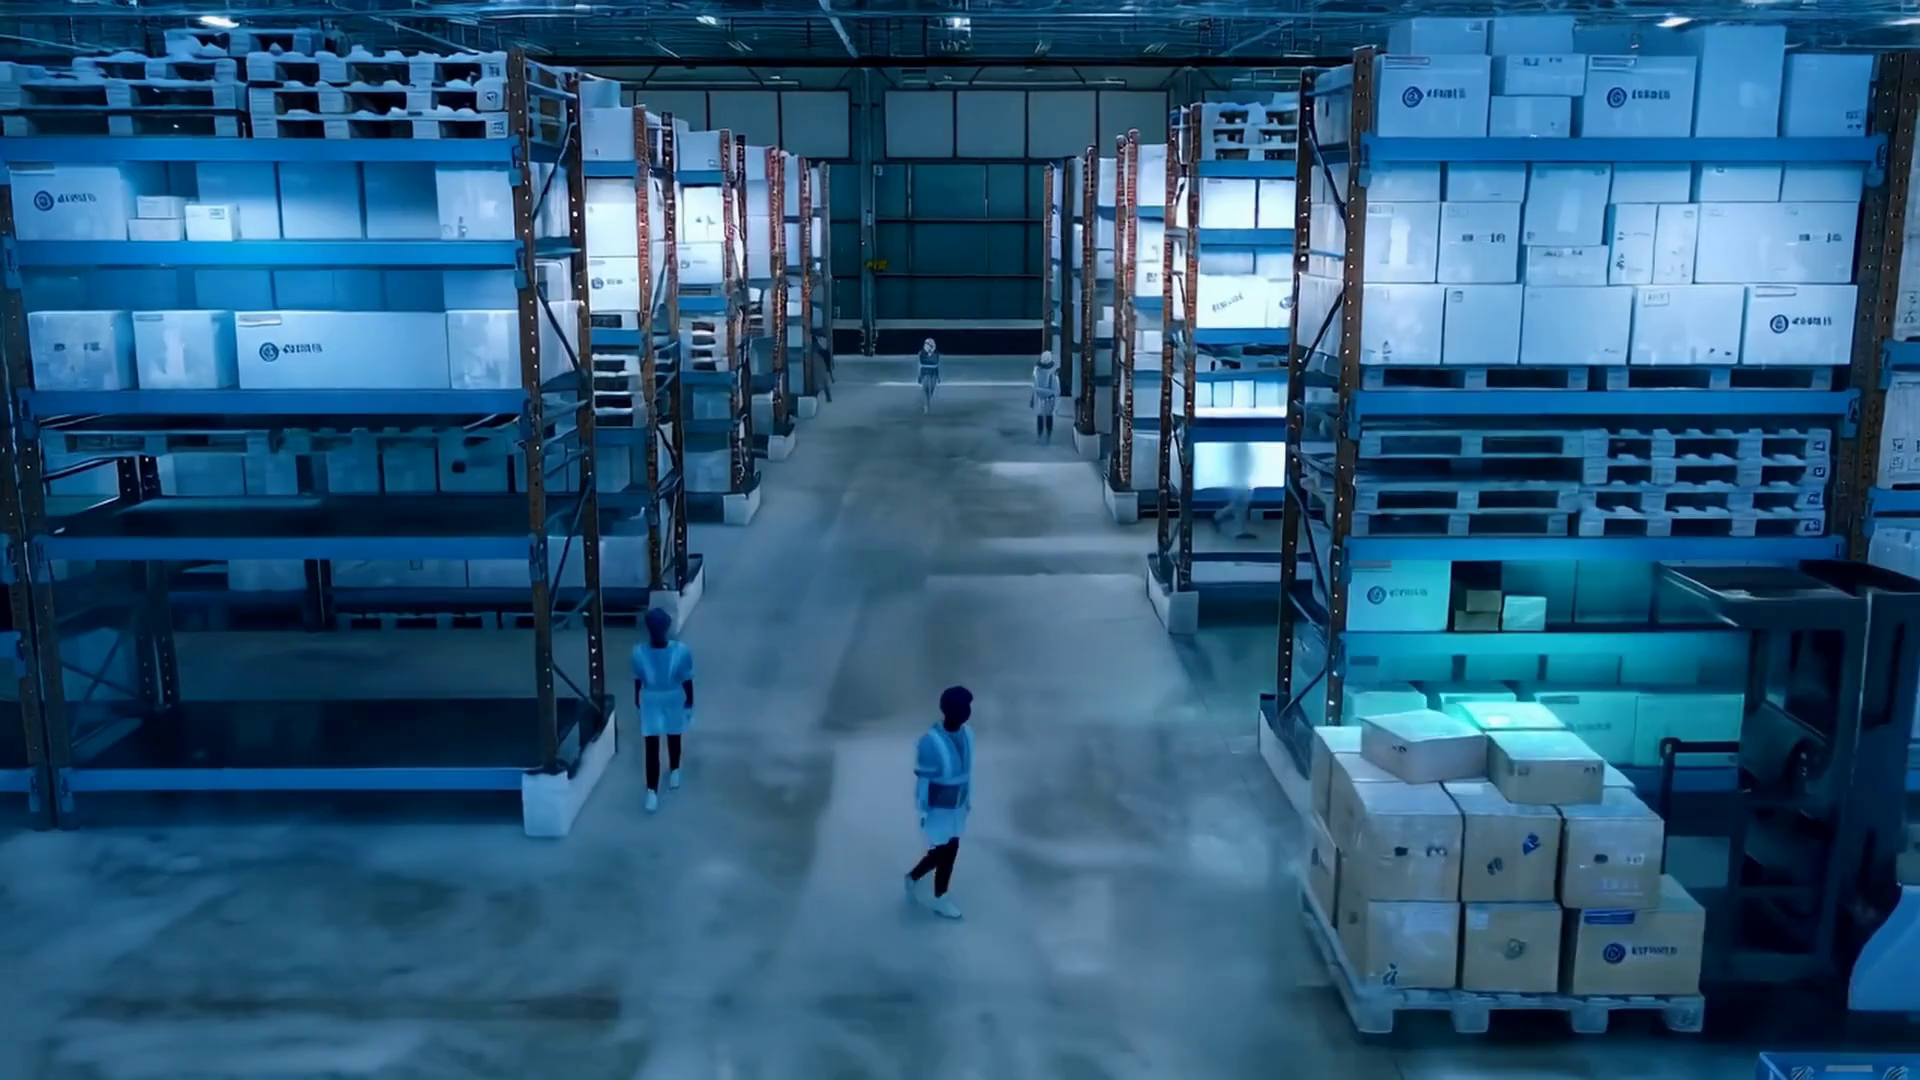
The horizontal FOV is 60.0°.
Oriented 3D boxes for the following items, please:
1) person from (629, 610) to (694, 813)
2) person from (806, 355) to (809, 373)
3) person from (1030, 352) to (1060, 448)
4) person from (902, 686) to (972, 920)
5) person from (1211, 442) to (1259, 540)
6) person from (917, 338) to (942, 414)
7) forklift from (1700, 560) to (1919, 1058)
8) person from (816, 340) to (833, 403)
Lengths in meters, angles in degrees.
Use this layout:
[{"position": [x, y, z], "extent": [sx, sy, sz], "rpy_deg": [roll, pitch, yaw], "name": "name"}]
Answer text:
[{"position": [-2.483, 1.386, 13.890], "extent": [0.541, 1.647, 0.873], "rpy_deg": [-1, 11, -5], "name": "person"}, {"position": [-4.017, -4.338, 41.598], "extent": [0.597, 1.916, 0.372], "rpy_deg": [3, 12, 15], "name": "person"}, {"position": [1.771, -2.928, 34.466], "extent": [0.638, 1.989, 1.002], "rpy_deg": [2, 12, 8], "name": "person"}, {"position": [-0.124, 1.824, 11.630], "extent": [0.401, 1.676, 0.551], "rpy_deg": [8, 14, 36], "name": "person"}, {"position": [4.134, -0.937, 24.810], "extent": [0.630, 1.889, 0.668], "rpy_deg": [2, 12, 10], "name": "person"}, {"position": [-0.712, -3.894, 39.642], "extent": [0.569, 1.827, 0.581], "rpy_deg": [-2, 12, -10], "name": "person"}, {"position": [5.290, 1.560, 9.967], "extent": [1.873, 2.768, 1.129], "rpy_deg": [0, 11, -1], "name": "forklift"}, {"position": [-3.475, -4.287, 42.131], "extent": [0.519, 1.605, 0.558], "rpy_deg": [-10, 15, -41], "name": "person"}]
